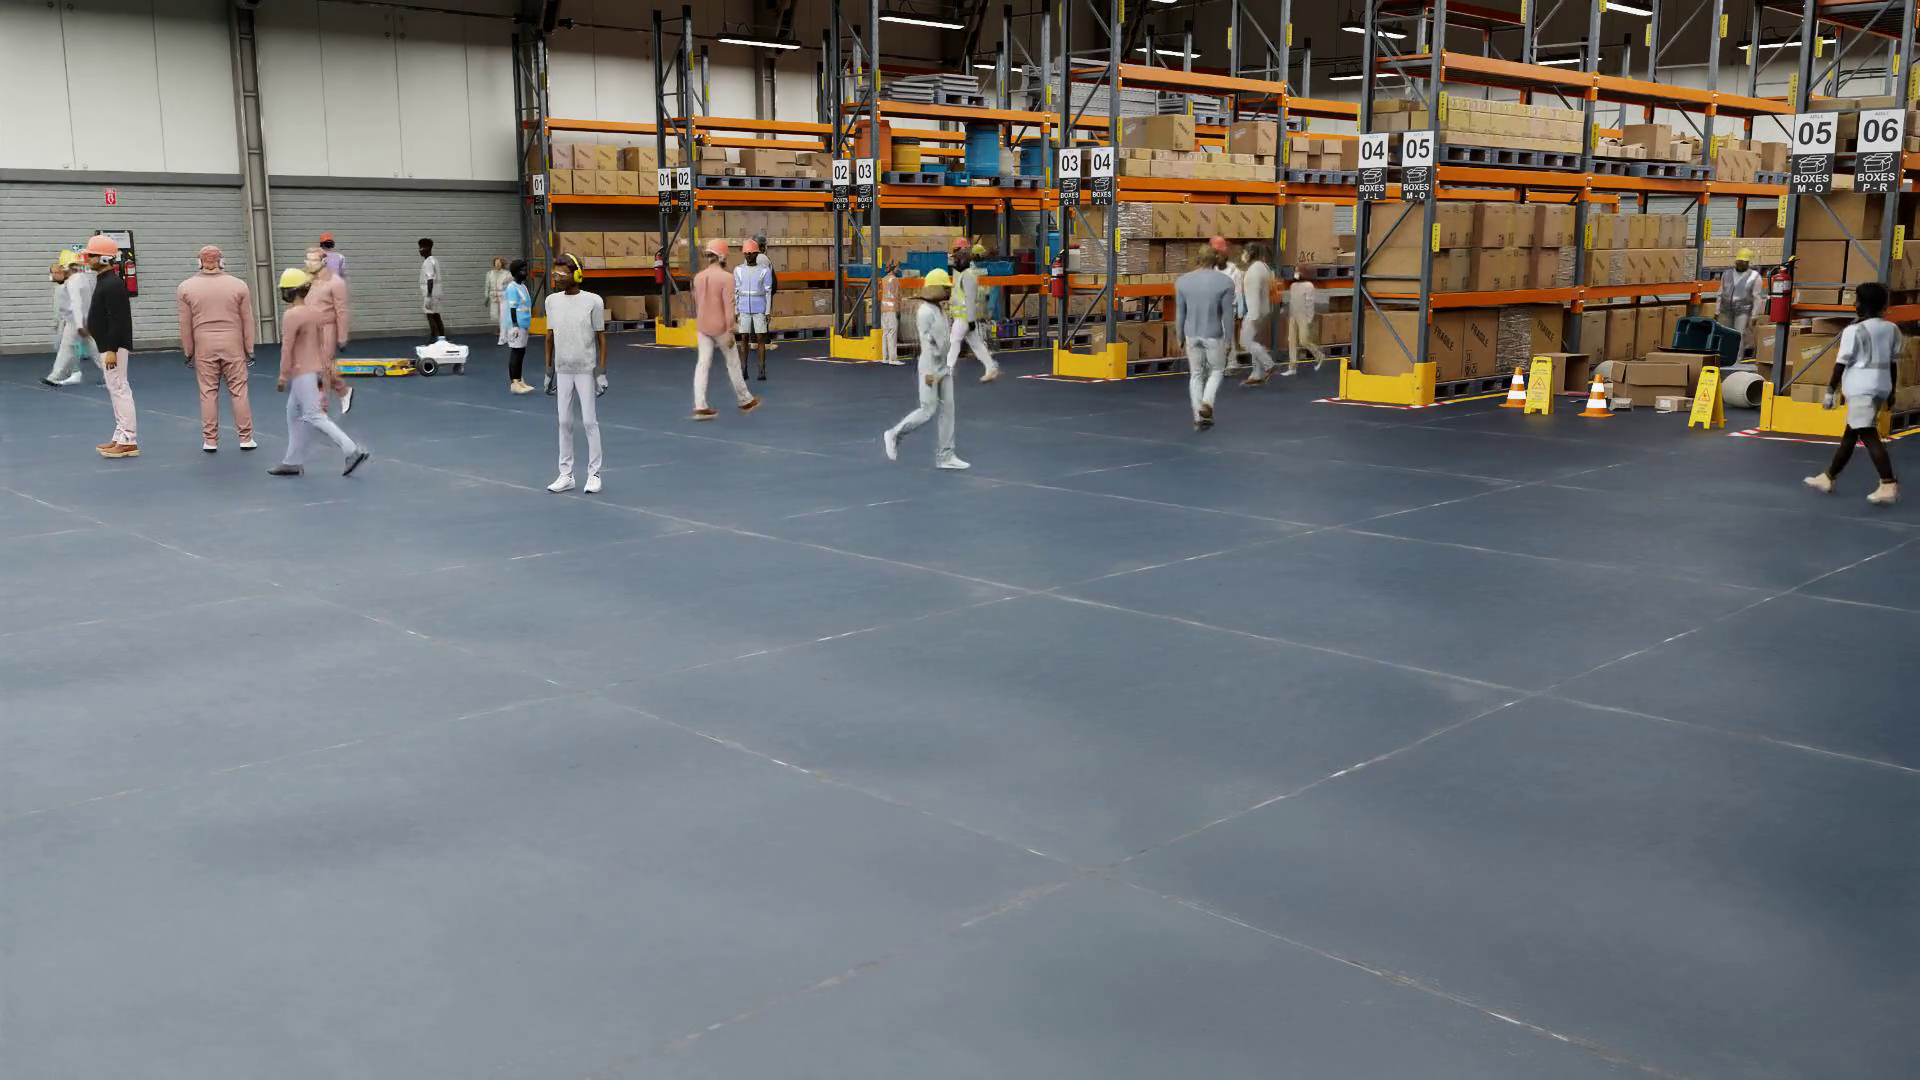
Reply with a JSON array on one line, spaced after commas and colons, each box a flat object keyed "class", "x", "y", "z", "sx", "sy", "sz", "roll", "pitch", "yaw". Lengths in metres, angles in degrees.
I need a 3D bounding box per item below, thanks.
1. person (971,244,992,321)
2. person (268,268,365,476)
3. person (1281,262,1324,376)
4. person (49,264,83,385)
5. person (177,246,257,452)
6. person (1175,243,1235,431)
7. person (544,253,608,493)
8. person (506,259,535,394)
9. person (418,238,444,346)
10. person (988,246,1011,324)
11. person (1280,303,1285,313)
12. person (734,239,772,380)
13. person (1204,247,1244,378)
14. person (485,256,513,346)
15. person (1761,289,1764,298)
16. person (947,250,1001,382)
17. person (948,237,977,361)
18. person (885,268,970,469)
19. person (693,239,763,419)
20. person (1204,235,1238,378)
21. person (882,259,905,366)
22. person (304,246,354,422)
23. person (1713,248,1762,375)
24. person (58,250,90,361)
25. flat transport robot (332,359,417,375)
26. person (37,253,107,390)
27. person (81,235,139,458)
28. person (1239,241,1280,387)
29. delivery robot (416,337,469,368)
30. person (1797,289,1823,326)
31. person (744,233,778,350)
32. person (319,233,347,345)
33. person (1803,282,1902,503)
[{"class": "person", "x": 0.360, "y": -4.823, "z": 32.322, "sx": 0.586, "sy": 1.824, "sz": 0.404, "roll": 10, "pitch": 14, "yaw": 43}, {"class": "person", "x": -5.403, "y": -1.396, "z": 13.862, "sx": 0.827, "sy": 1.736, "sz": 0.522, "roll": 0, "pitch": 10, "yaw": -1}, {"class": "person", "x": 4.939, "y": -3.172, "z": 23.899, "sx": 0.609, "sy": 1.620, "sz": 0.504, "roll": -5, "pitch": 12, "yaw": -27}, {"class": "person", "x": -12.109, "y": -2.910, "z": 22.451, "sx": 0.356, "sy": 1.623, "sz": 0.507, "roll": -8, "pitch": 13, "yaw": -37}, {"class": "person", "x": -6.906, "y": -1.778, "z": 15.509, "sx": 0.638, "sy": 1.903, "sz": 0.409, "roll": -4, "pitch": 11, "yaw": -21}, {"class": "person", "x": 2.510, "y": -2.083, "z": 17.118, "sx": 0.629, "sy": 1.925, "sz": 0.479, "roll": 4, "pitch": 11, "yaw": 22}, {"class": "person", "x": -3.012, "y": -1.303, "z": 13.017, "sx": 0.528, "sy": 1.863, "sz": 0.322, "roll": 2, "pitch": 11, "yaw": 11}, {"class": "person", "x": -5.615, "y": -2.721, "z": 21.201, "sx": 0.317, "sy": 1.696, "sz": 0.540, "roll": 0, "pitch": 10, "yaw": 0}, {"class": "person", "x": -9.255, "y": -4.300, "z": 29.093, "sx": 0.362, "sy": 1.964, "sz": 0.612, "roll": -1, "pitch": 10, "yaw": -5}, {"class": "person", "x": 0.667, "y": -5.131, "z": 34.098, "sx": 0.987, "sy": 1.798, "sz": 0.574, "roll": -9, "pitch": 13, "yaw": -39}, {"class": "person", "x": 7.773, "y": -6.456, "z": 41.688, "sx": 0.880, "sy": 1.654, "sz": 0.543, "roll": 7, "pitch": 13, "yaw": 35}, {"class": "person", "x": -2.905, "y": -3.216, "z": 23.246, "sx": 0.543, "sy": 1.939, "sz": 0.360, "roll": 1, "pitch": 10, "yaw": 4}, {"class": "person", "x": 3.661, "y": -3.202, "z": 23.465, "sx": 1.017, "sy": 1.823, "sz": 0.575, "roll": -8, "pitch": 13, "yaw": -38}, {"class": "person", "x": -8.431, "y": -4.401, "z": 30.549, "sx": 0.528, "sy": 1.619, "sz": 0.620, "roll": 2, "pitch": 11, "yaw": 10}, {"class": "person", "x": 15.816, "y": -4.868, "z": 33.205, "sx": 0.521, "sy": 1.588, "sz": 0.851, "roll": -9, "pitch": 14, "yaw": -40}, {"class": "person", "x": 0.109, "y": -3.044, "z": 22.695, "sx": 0.951, "sy": 1.808, "sz": 0.645, "roll": 0, "pitch": 10, "yaw": -1}, {"class": "person", "x": 0.039, "y": -3.871, "z": 26.708, "sx": 0.444, "sy": 1.974, "sz": 0.621, "roll": -4, "pitch": 11, "yaw": -19}, {"class": "person", "x": -0.279, "y": -1.479, "z": 14.353, "sx": 0.676, "sy": 1.721, "sz": 0.491, "roll": 5, "pitch": 11, "yaw": 24}, {"class": "person", "x": -2.616, "y": -2.333, "z": 18.382, "sx": 0.652, "sy": 1.946, "sz": 0.981, "roll": 7, "pitch": 12, "yaw": 33}, {"class": "person", "x": 3.718, "y": -3.364, "z": 23.893, "sx": 0.997, "sy": 2.015, "sz": 0.617, "roll": -9, "pitch": 14, "yaw": -41}, {"class": "person", "x": -1.058, "y": -3.524, "z": 25.747, "sx": 0.313, "sy": 1.638, "sz": 0.513, "roll": -4, "pitch": 11, "yaw": -23}, {"class": "person", "x": -6.919, "y": -2.249, "z": 18.104, "sx": 0.650, "sy": 1.883, "sz": 0.793, "roll": 5, "pitch": 12, "yaw": 25}, {"class": "person", "x": 11.255, "y": -3.314, "z": 24.087, "sx": 0.447, "sy": 1.826, "sz": 0.622, "roll": -9, "pitch": 14, "yaw": -42}, {"class": "person", "x": -14.228, "y": -3.754, "z": 26.650, "sx": 0.311, "sy": 1.768, "sz": 0.533, "roll": 0, "pitch": 10, "yaw": 2}, {"class": "flat transport robot", "x": -8.618, "y": -2.505, "z": 24.032, "sx": 1.431, "sy": 0.197, "sz": 0.652, "roll": 0, "pitch": 10, "yaw": -2}, {"class": "person", "x": -11.628, "y": -2.869, "z": 21.877, "sx": 0.914, "sy": 1.772, "sz": 0.597, "roll": -1, "pitch": 10, "yaw": -8}, {"class": "person", "x": -7.747, "y": -1.766, "z": 15.175, "sx": 0.375, "sy": 1.997, "sz": 0.611, "roll": -6, "pitch": 12, "yaw": -31}, {"class": "person", "x": 3.951, "y": -2.989, "z": 22.069, "sx": 0.491, "sy": 1.920, "sz": 0.642, "roll": 4, "pitch": 11, "yaw": 19}, {"class": "delivery robot", "x": -7.487, "y": -2.702, "z": 24.078, "sx": 0.707, "sy": 0.478, "sz": 0.477, "roll": -4, "pitch": 11, "yaw": -22}, {"class": "person", "x": 13.305, "y": -3.687, "z": 25.960, "sx": 0.356, "sy": 1.884, "sz": 0.574, "roll": -5, "pitch": 11, "yaw": -25}, {"class": "person", "x": -3.493, "y": -4.382, "z": 29.438, "sx": 0.537, "sy": 2.000, "sz": 0.682, "roll": -8, "pitch": 13, "yaw": -37}, {"class": "person", "x": -11.552, "y": -4.597, "z": 30.485, "sx": 0.396, "sy": 2.044, "sz": 0.609, "roll": 10, "pitch": 14, "yaw": 42}, {"class": "person", "x": 6.847, "y": -1.124, "z": 12.622, "sx": 0.546, "sy": 1.648, "sz": 0.890, "roll": -5, "pitch": 11, "yaw": -24}]
